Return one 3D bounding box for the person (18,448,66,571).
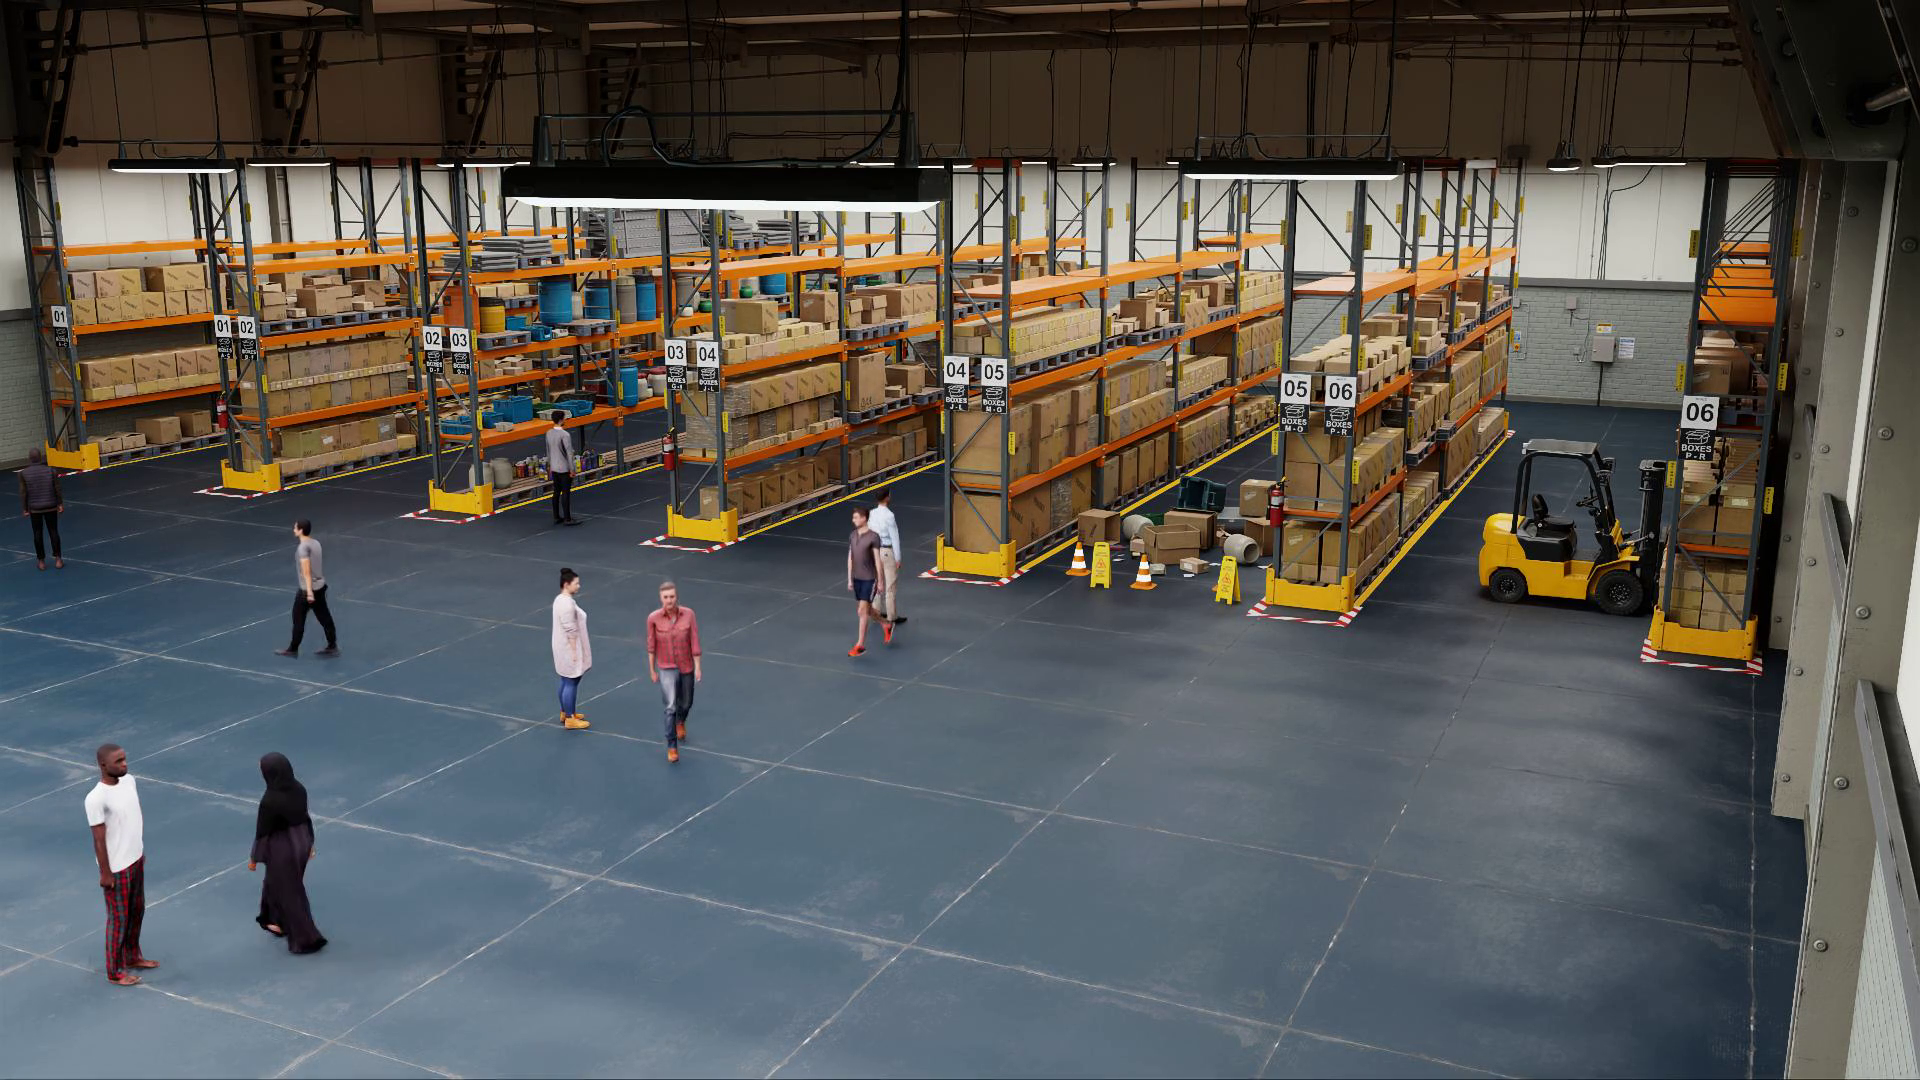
[{"bbox_3d":[-13.661,-0.479,24.763,0.731,1.835,0.837,-7,15,-29],"label":"person"}]

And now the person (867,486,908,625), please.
[{"bbox_3d":[-0.992,0.195,21.828,0.681,1.848,0.657,9,16,34],"label":"person"}]

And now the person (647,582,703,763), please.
[{"bbox_3d":[-2.932,1.305,17.142,1.156,1.799,1.230,-4,14,-18],"label":"person"}]

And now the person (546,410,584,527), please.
[{"bbox_3d":[-6.663,-1.212,27.738,0.791,1.922,0.690,10,16,36],"label":"person"}]

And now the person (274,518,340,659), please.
[{"bbox_3d":[-7.848,0.600,20.342,0.963,1.729,1.018,0,13,1],"label":"person"}]

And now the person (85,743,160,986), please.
[{"bbox_3d":[-6.264,2.386,12.396,0.786,1.833,0.601,1,13,3],"label":"person"}]

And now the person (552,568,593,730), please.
[{"bbox_3d":[-4.219,1.153,17.919,0.851,1.744,0.795,-5,14,-20],"label":"person"}]

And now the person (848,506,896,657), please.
[{"bbox_3d":[-1.103,0.491,20.627,0.860,1.813,1.223,10,16,37],"label":"person"}]

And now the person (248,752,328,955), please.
[{"bbox_3d":[-5.120,2.408,12.804,0.762,1.606,0.910,3,13,15],"label":"person"}]
